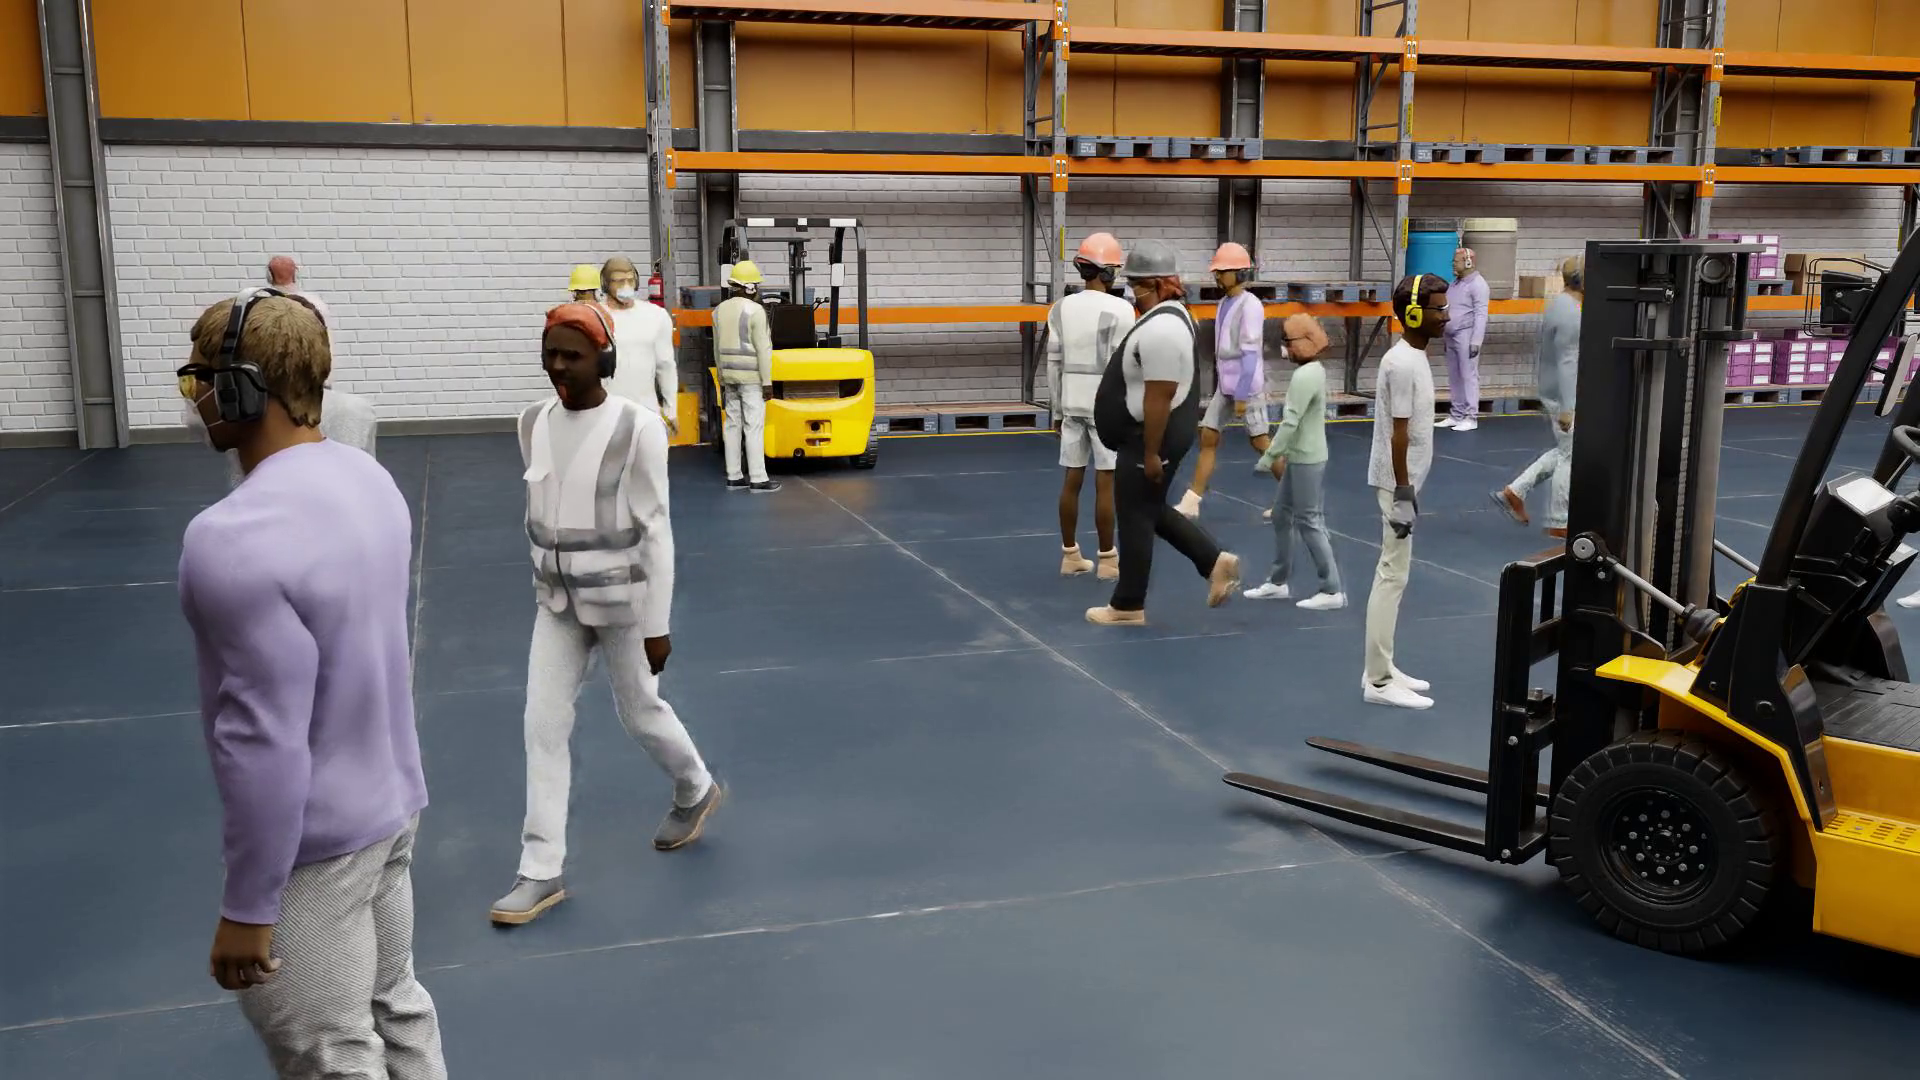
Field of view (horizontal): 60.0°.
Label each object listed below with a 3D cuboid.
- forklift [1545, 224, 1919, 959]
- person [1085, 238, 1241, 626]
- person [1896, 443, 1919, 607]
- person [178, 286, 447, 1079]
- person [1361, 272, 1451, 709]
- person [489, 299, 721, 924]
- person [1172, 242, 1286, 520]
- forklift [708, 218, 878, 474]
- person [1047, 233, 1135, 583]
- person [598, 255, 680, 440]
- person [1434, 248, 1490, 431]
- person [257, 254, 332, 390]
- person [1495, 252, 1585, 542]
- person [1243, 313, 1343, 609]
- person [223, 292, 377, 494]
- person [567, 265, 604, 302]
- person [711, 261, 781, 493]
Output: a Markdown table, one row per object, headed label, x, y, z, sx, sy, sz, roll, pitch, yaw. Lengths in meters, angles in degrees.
| label | x | y | z | sx | sy | sz | roll | pitch | yaw |
| --- | --- | --- | --- | --- | --- | --- | --- | --- | --- |
| forklift | 2.909 | 0.117 | 4.508 | 2.313 | 2.155 | 1.214 | 9 | 14 | 40 |
| person | 1.049 | -0.553 | 8.603 | 0.721 | 2.000 | 0.695 | 3 | 11 | 15 |
| person | 5.398 | -0.538 | 8.864 | 0.373 | 1.914 | 0.596 | -4 | 11 | -19 |
| person | -1.140 | 0.531 | 2.941 | 0.369 | 1.938 | 0.630 | 0 | 10 | 2 |
| person | 1.940 | -0.217 | 7.232 | 0.324 | 1.871 | 0.517 | 3 | 11 | 16 |
| person | -1.083 | 0.178 | 5.152 | 0.587 | 1.849 | 0.952 | 5 | 12 | 27 |
| person | 1.997 | -1.106 | 11.809 | 1.075 | 1.991 | 0.627 | -3 | 11 | -15 |
| forklift | -1.522 | -1.778 | 14.899 | 1.214 | 2.155 | 2.313 | -3 | 11 | -17 |
| person | 0.796 | -0.772 | 9.794 | 0.609 | 2.044 | 0.393 | 9 | 14 | 41 |
| person | -2.073 | -0.785 | 10.225 | 0.638 | 1.923 | 0.768 | -6 | 12 | -28 |
| person | 5.253 | -2.098 | 17.442 | 0.400 | 1.907 | 0.644 | -2 | 11 | -10 |
| person | -5.161 | -1.248 | 12.819 | 0.643 | 1.894 | 0.633 | -5 | 11 | -26 |
| person | 3.960 | -0.938 | 11.035 | 0.554 | 1.922 | 0.644 | 3 | 11 | 14 |
| person | 1.858 | -0.418 | 9.033 | 0.541 | 1.611 | 0.518 | 2 | 11 | 12 |
| person | -2.007 | 0.175 | 5.150 | 0.411 | 1.853 | 0.499 | 9 | 14 | 41 |
| person | -2.645 | -1.057 | 11.969 | 0.591 | 1.826 | 0.403 | 3 | 11 | 18 |
| person | -1.691 | -1.290 | 13.213 | 0.586 | 1.835 | 0.404 | 9 | 14 | 40 |
